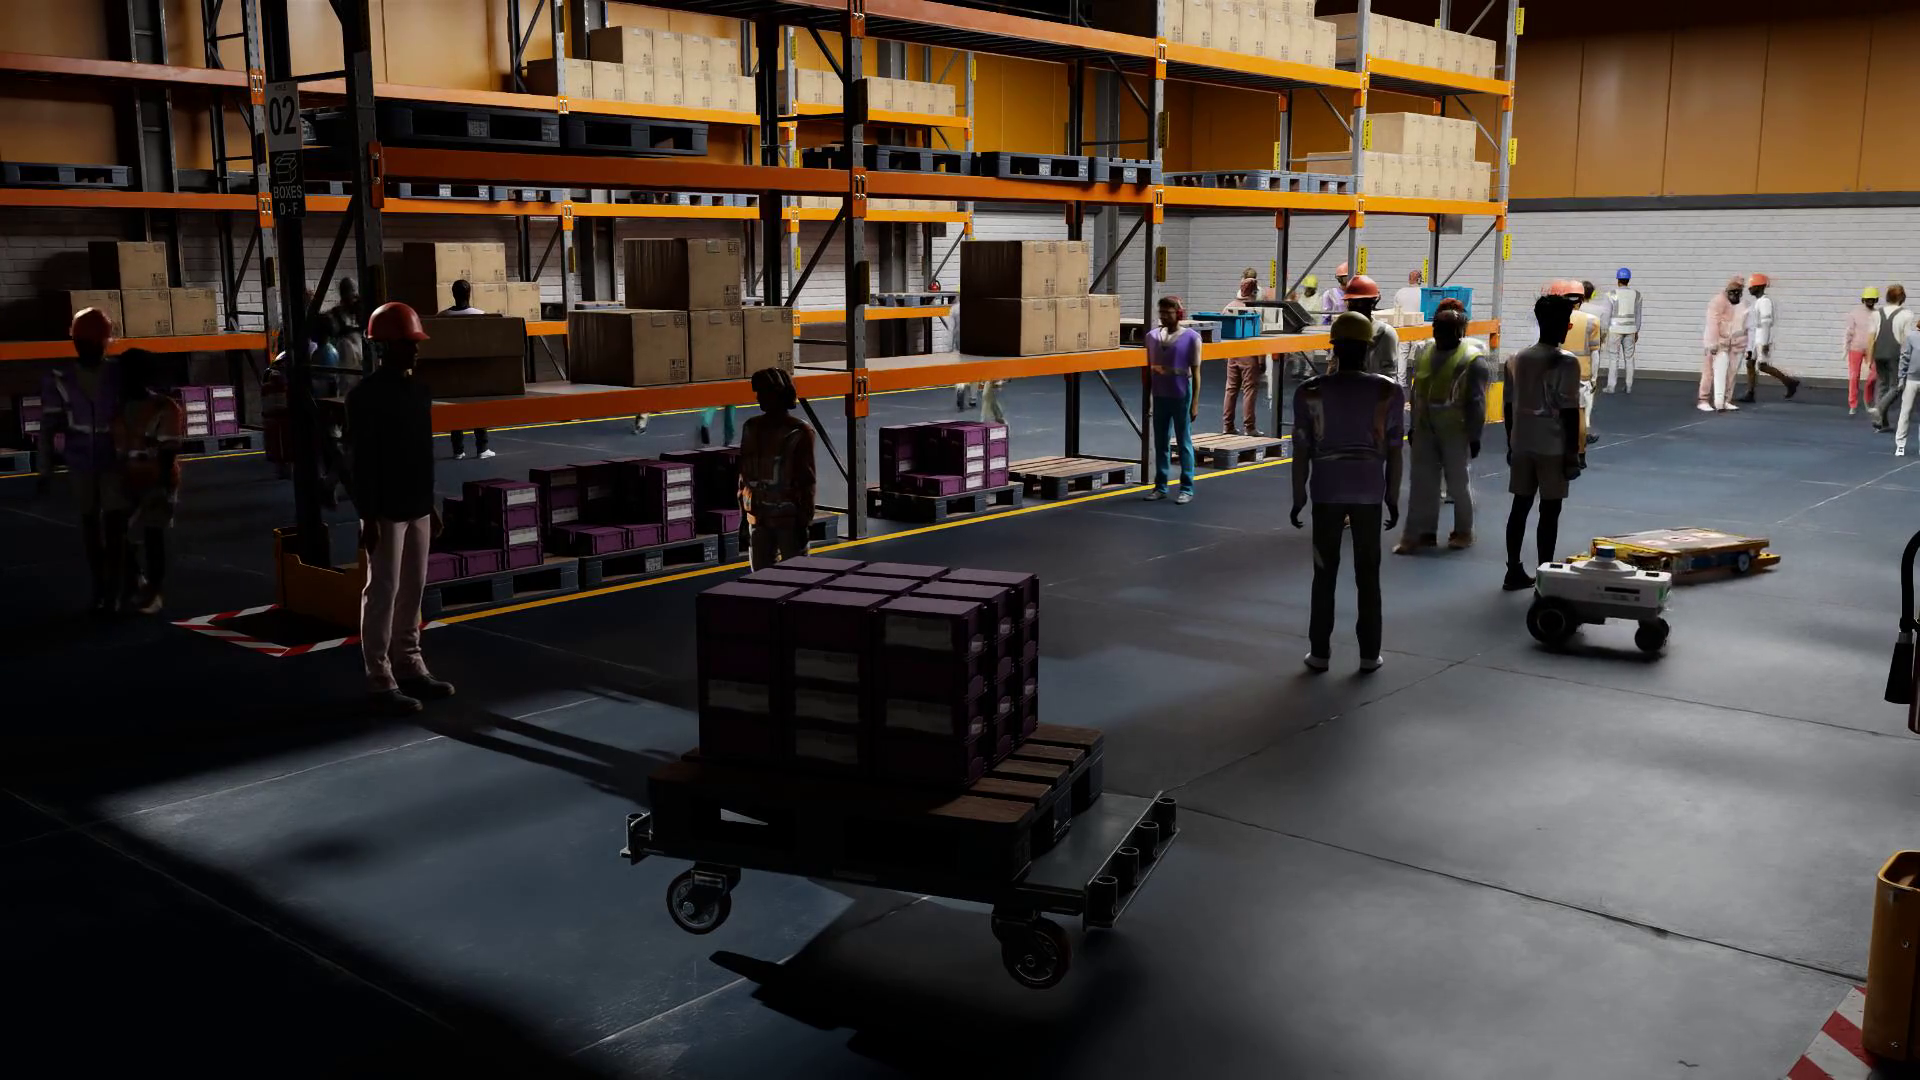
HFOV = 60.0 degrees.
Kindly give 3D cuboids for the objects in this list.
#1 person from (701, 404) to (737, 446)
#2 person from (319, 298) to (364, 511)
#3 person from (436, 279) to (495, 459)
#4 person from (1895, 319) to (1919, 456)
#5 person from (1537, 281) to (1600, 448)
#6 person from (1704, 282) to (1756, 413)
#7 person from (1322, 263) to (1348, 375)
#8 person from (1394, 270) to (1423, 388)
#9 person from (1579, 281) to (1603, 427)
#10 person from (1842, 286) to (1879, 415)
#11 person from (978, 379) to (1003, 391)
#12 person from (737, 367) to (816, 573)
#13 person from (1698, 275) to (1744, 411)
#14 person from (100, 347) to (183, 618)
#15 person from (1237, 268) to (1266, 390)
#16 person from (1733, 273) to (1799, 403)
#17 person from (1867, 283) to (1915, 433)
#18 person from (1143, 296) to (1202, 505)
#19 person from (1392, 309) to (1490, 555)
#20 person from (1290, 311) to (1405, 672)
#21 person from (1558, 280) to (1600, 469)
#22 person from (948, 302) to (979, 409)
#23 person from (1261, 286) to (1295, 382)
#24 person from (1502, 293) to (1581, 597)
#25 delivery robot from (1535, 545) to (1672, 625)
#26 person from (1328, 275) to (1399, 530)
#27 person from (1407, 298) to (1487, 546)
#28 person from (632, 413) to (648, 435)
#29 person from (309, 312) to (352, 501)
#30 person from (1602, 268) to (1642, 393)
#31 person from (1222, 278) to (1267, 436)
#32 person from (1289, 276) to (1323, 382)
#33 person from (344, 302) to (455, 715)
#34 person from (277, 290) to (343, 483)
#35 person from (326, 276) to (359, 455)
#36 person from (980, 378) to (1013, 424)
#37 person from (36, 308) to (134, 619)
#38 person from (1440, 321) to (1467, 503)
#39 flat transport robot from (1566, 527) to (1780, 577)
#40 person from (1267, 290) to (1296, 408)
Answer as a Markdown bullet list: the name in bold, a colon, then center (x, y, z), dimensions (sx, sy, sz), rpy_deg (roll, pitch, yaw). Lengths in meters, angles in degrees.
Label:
- **person**: center (-2.689, -1.896, 18.720), dimensions (0.525, 1.758, 0.480), rpy_deg (3, 10, 16)
- **person**: center (-5.008, -1.095, 13.879), dimensions (0.741, 1.865, 0.580), rpy_deg (3, 11, 19)
- **person**: center (-5.307, -1.822, 17.829), dimensions (0.588, 1.920, 0.390), rpy_deg (0, 10, 1)
- **person**: center (10.421, -1.710, 18.002), dimensions (0.498, 1.634, 0.281), rpy_deg (3, 10, 14)
- **person**: center (6.707, -1.940, 18.586), dimensions (0.975, 1.887, 0.549), rpy_deg (-3, 11, -19)
- **person**: center (10.623, -2.657, 22.961), dimensions (0.632, 1.793, 0.964), rpy_deg (3, 10, 18)
- **person**: center (5.398, -2.874, 23.451), dimensions (0.611, 2.048, 0.361), rpy_deg (-2, 10, -12)
- **person**: center (7.308, -3.389, 26.779), dimensions (0.636, 1.911, 0.405), rpy_deg (9, 13, 42)
- **person**: center (7.901, -2.372, 21.213), dimensions (0.559, 1.818, 0.953), rpy_deg (0, 10, -1)
- **person**: center (12.218, -2.550, 22.465), dimensions (0.532, 1.754, 0.388), rpy_deg (5, 11, 25)
- **person**: center (0.463, -3.331, 26.392), dimensions (0.361, 1.932, 0.627), rpy_deg (9, 14, 43)
- **person**: center (-0.965, -0.090, 8.761), dimensions (0.512, 1.641, 0.307), rpy_deg (7, 12, 35)
- **person**: center (10.567, -2.721, 23.062), dimensions (0.770, 1.884, 0.440), rpy_deg (-8, 13, -38)
- **person**: center (-4.983, -0.342, 10.122), dimensions (0.576, 1.663, 0.391), rpy_deg (1, 10, 8)
- **person**: center (4.609, -3.365, 26.557), dimensions (0.372, 1.940, 0.630), rpy_deg (10, 14, 44)
- **person**: center (11.747, -2.921, 24.145), dimensions (0.794, 1.902, 0.564), rpy_deg (2, 10, 9)
- **person**: center (11.269, -2.197, 20.209), dimensions (0.547, 1.827, 0.525), rpy_deg (-6, 12, -32)
- **person**: center (1.886, -1.239, 14.751), dimensions (0.565, 1.837, 0.389), rpy_deg (8, 13, 39)
- **person**: center (3.589, -0.801, 12.330), dimensions (0.782, 1.815, 0.643), rpy_deg (-9, 13, -41)
- **person**: center (2.054, -0.248, 8.860), dimensions (0.585, 1.921, 0.383), rpy_deg (2, 10, 11)
- **person**: center (6.237, -1.683, 17.013), dimensions (0.542, 1.928, 0.377), rpy_deg (3, 10, 15)
- **person**: center (0.132, -2.707, 23.189), dimensions (0.599, 1.806, 0.638), rpy_deg (1, 10, 5)
- **person**: center (5.247, -3.579, 27.679), dimensions (0.607, 1.968, 0.725), rpy_deg (1, 10, 4)
- **person**: center (3.797, -0.616, 10.824), dimensions (0.361, 1.965, 0.613), rpy_deg (-5, 11, -26)
- **delivery robot**: center (3.675, 0.275, 9.502), dimensions (0.707, 0.478, 0.477), rpy_deg (5, 11, 28)
- **person**: center (3.129, -1.052, 13.091), dimensions (0.375, 2.043, 0.610), rpy_deg (-8, 13, -39)
- **person**: center (3.694, -0.893, 12.636), dimensions (0.586, 1.882, 0.340), rpy_deg (-1, 10, -7)
- **person**: center (-3.909, -2.194, 20.229), dimensions (0.610, 1.816, 0.563), rpy_deg (2, 10, 13)
- **person**: center (-5.654, -1.189, 14.868), dimensions (0.380, 1.695, 0.556), rpy_deg (-6, 11, -29)
- **person**: center (10.286, -3.253, 25.889), dimensions (0.605, 1.949, 0.402), rpy_deg (0, 10, -2)
- **person**: center (3.453, -2.197, 20.034), dimensions (0.396, 1.899, 0.636), rpy_deg (-9, 13, -41)
- **person**: center (5.844, -3.535, 27.970), dimensions (0.601, 1.787, 0.569), rpy_deg (7, 12, 34)
- **person**: center (-2.732, -0.159, 8.144), dimensions (0.395, 1.994, 0.613), rpy_deg (3, 10, 15)
- **person**: center (-6.225, -1.476, 16.044), dimensions (0.999, 1.855, 0.640), rpy_deg (1, 10, 6)
- **person**: center (-6.402, -1.850, 17.641), dimensions (0.740, 2.000, 1.004), rpy_deg (-6, 12, -30)
- **person**: center (0.373, -2.051, 19.462), dimensions (0.581, 1.816, 0.972), rpy_deg (7, 12, 36)
- **person**: center (-5.233, -0.451, 10.074), dimensions (0.638, 1.898, 0.609), rpy_deg (-3, 10, -17)
- **person**: center (4.350, -1.147, 14.778), dimensions (0.307, 1.641, 0.511), rpy_deg (-4, 11, -24)
- **flat transport robot**: center (4.992, 0.092, 11.621), dimensions (1.431, 0.197, 0.652), rpy_deg (-6, 11, -29)
- **person**: center (4.437, -2.644, 23.185), dimensions (0.555, 1.677, 0.830), rpy_deg (-1, 10, -4)
